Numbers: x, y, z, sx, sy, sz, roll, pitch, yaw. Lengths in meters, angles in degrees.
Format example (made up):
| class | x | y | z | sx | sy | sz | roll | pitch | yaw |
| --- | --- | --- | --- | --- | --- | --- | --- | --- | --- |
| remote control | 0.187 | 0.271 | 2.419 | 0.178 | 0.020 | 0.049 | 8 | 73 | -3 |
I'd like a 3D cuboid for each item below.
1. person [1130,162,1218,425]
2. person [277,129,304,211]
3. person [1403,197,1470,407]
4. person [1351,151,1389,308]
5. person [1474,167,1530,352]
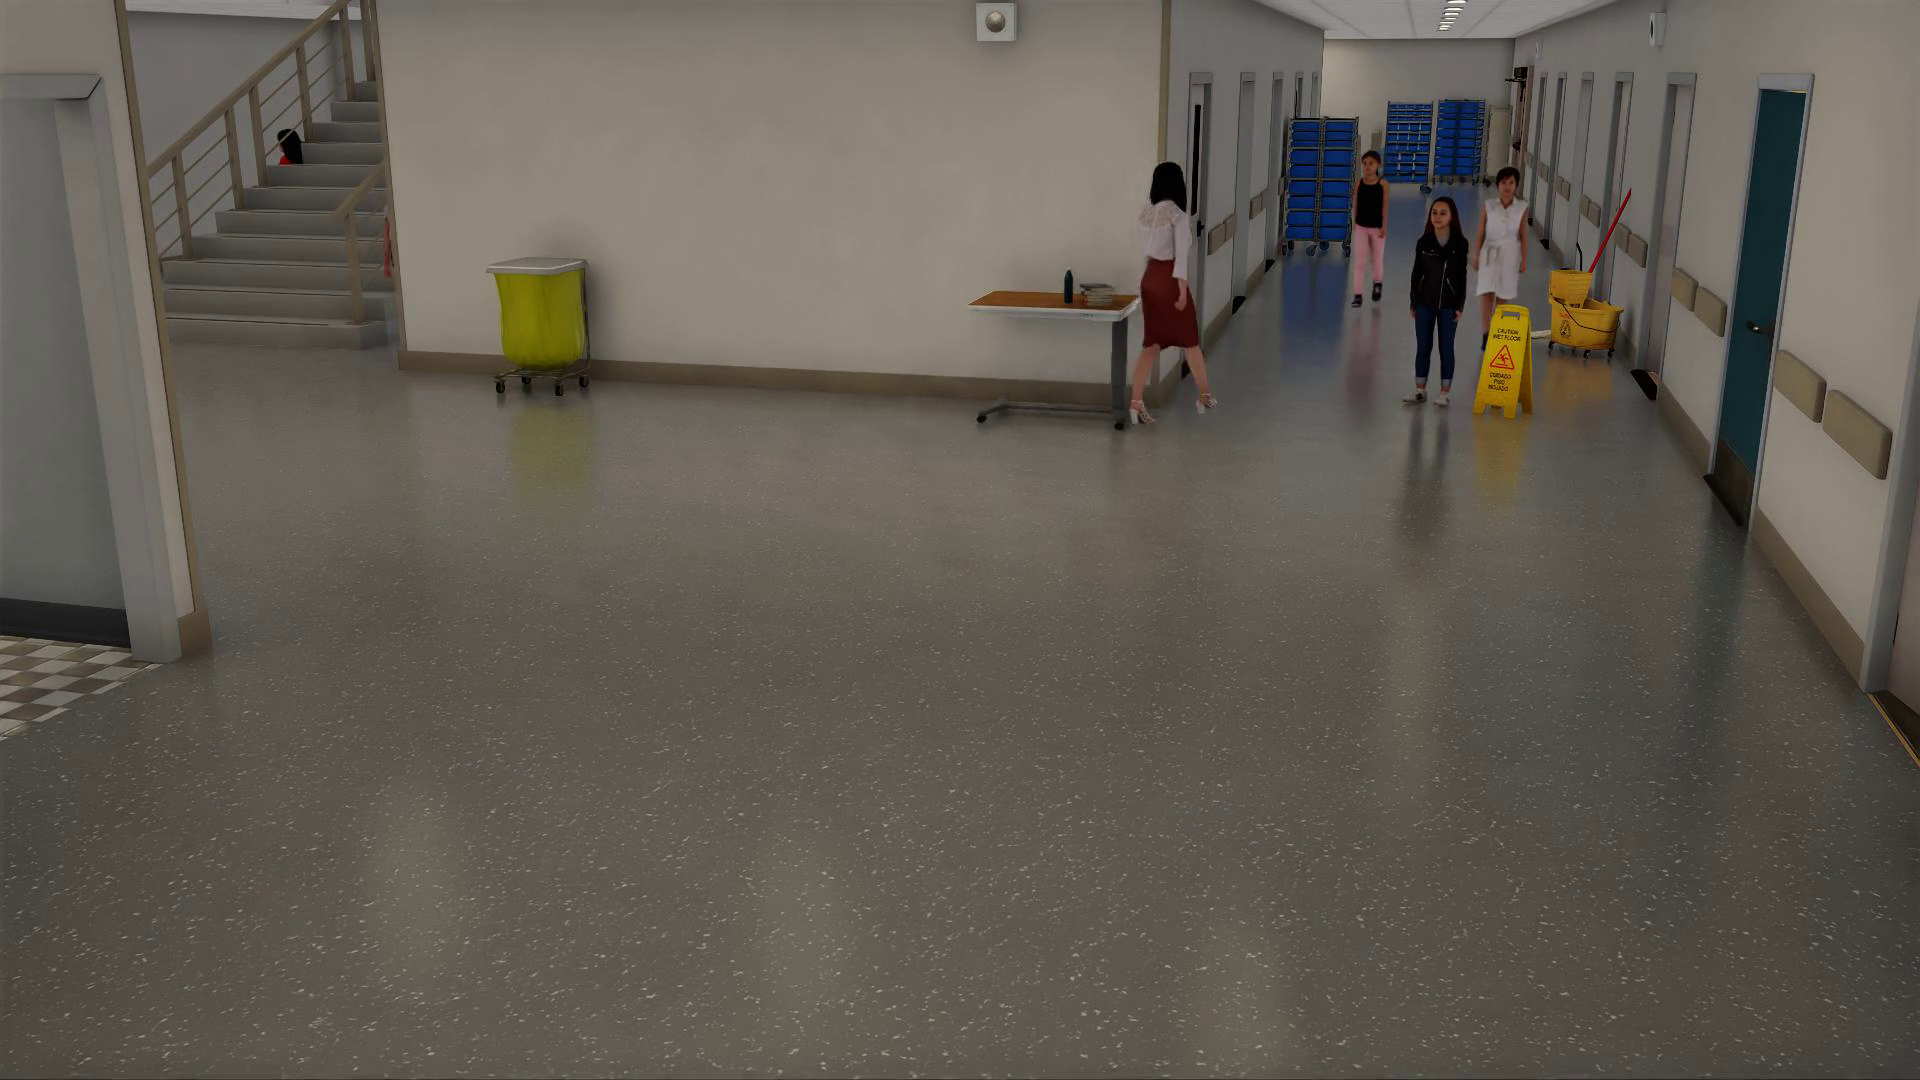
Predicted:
| class | x | y | z | sx | sy | sz | roll | pitch | yaw |
| --- | --- | --- | --- | --- | --- | --- | --- | --- | --- |
| person | 1.287 | -1.581 | 11.005 | 1.126 | 1.701 | 1.024 | -10 | 19 | -31 |
| person | -6.895 | -3.388 | 17.330 | 0.693 | 1.747 | 0.568 | 3 | 16 | 9 |
| person | 3.400 | -1.693 | 11.808 | 0.602 | 1.481 | 0.591 | 9 | 18 | 30 |
| person | 4.148 | -3.117 | 16.760 | 0.581 | 1.535 | 0.992 | 7 | 17 | 23 |
| person | 4.583 | -2.375 | 14.134 | 0.576 | 1.532 | 0.808 | 3 | 16 | 12 |
